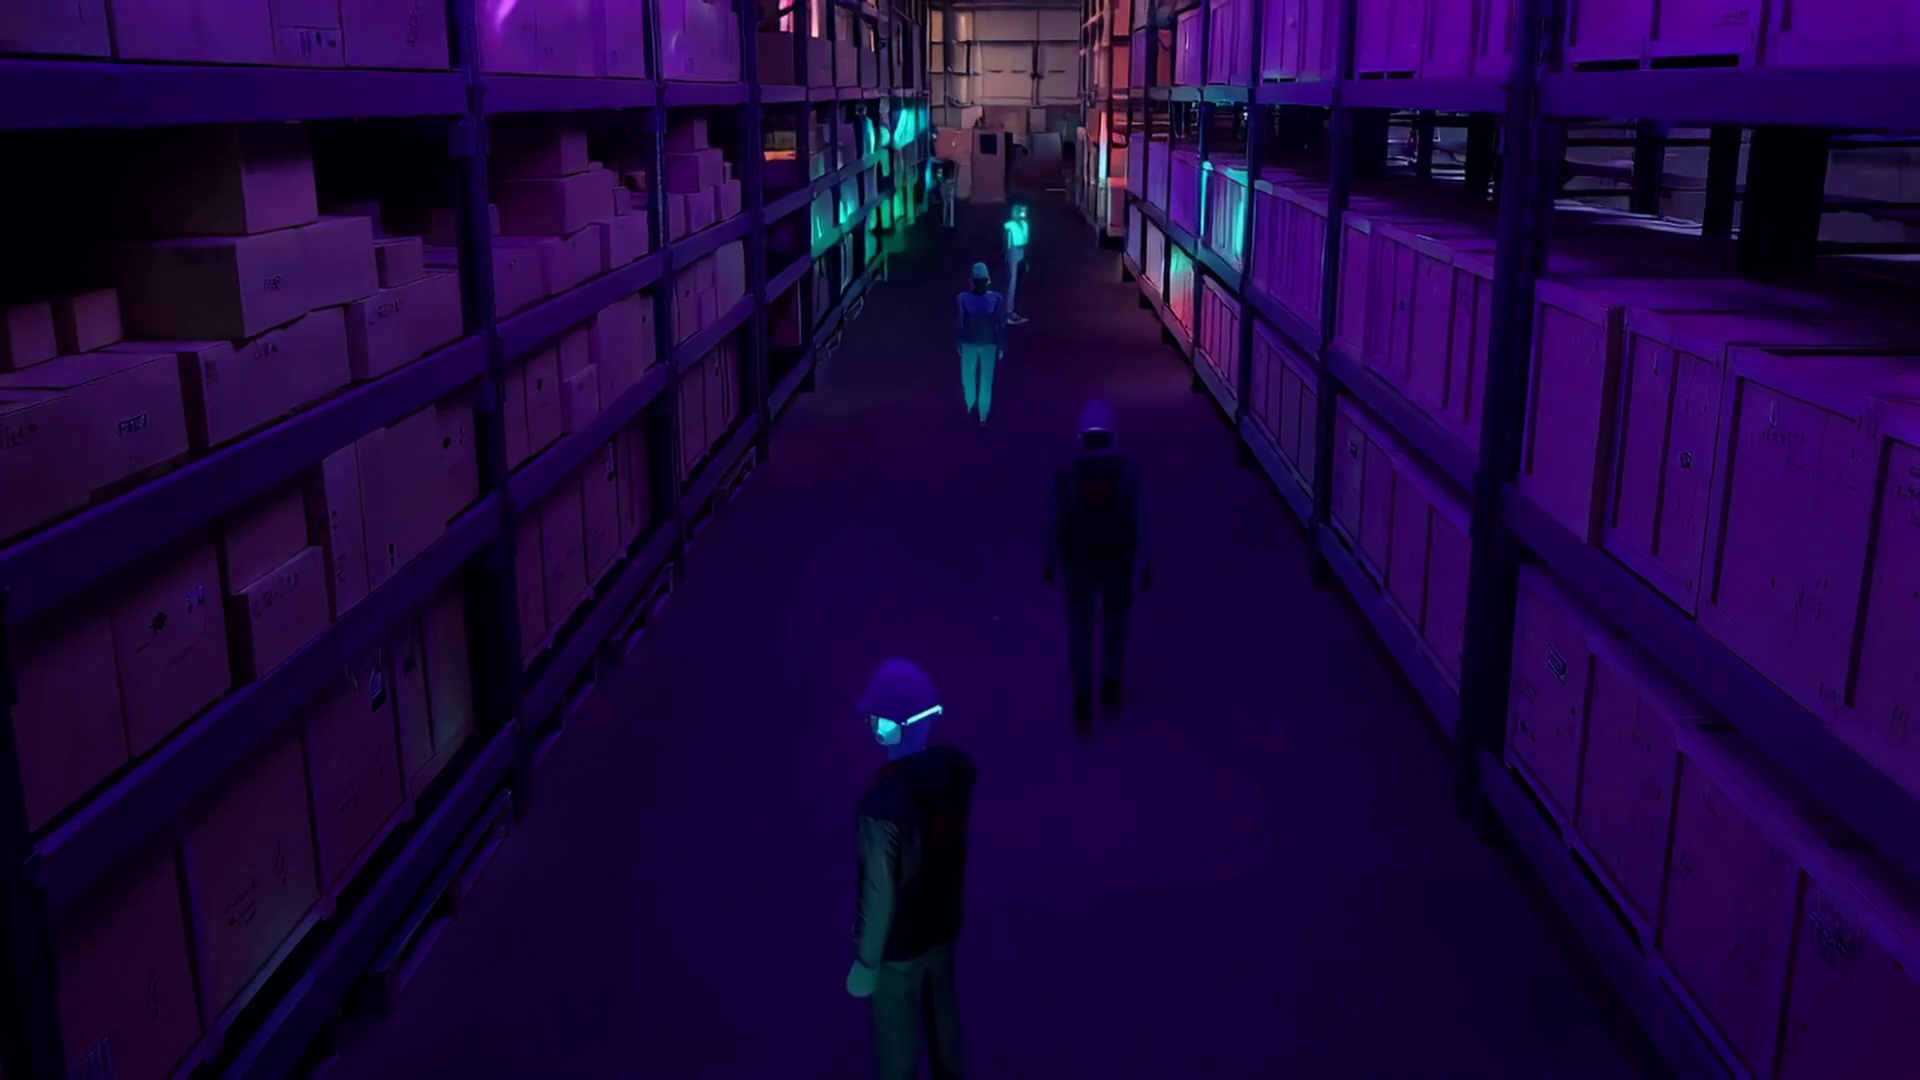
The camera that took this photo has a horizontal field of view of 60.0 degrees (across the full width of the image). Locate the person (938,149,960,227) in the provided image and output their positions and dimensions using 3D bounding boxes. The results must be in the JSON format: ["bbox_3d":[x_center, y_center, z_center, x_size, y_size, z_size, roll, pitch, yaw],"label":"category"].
[{"bbox_3d":[-0.316,-9.328,44.087,0.608,2.044,0.377,-7,17,-24],"label":"person"}]

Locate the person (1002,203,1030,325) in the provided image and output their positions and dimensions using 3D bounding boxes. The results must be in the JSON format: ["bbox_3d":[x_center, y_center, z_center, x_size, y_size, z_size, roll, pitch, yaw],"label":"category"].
[{"bbox_3d":[0.856,-4.256,25.590,0.390,1.846,0.564,8,17,27],"label":"person"}]

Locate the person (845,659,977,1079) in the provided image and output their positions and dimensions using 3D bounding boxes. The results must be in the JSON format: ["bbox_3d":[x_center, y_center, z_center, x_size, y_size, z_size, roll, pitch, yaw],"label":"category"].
[{"bbox_3d":[-0.179,1.224,5.371,0.327,1.753,0.563,10,18,32],"label":"person"}]

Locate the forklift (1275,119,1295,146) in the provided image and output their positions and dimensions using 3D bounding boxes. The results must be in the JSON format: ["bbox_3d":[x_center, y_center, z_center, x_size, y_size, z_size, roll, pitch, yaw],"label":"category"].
[{"bbox_3d":[8.474,-9.603,43.520,1.873,2.768,1.129,0,15,2],"label":"forklift"}]

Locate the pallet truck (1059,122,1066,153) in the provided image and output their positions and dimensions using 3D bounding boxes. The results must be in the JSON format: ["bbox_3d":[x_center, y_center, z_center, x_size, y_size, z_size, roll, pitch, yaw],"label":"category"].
[{"bbox_3d":[5.788,-21.111,88.014,1.885,1.965,0.823,5,16,18],"label":"pallet truck"}]

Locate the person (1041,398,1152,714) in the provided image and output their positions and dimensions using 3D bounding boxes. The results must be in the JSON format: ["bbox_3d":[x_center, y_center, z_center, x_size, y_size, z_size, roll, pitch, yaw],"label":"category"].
[{"bbox_3d":[0.774,0.086,9.488,0.625,1.814,0.537,1,15,4],"label":"person"}]

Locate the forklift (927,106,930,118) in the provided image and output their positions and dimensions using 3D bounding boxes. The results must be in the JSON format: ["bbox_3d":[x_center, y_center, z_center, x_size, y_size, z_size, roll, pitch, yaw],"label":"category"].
[{"bbox_3d":[-1.988,-20.789,85.142,1.129,2.768,1.873,0,15,2],"label":"forklift"}]

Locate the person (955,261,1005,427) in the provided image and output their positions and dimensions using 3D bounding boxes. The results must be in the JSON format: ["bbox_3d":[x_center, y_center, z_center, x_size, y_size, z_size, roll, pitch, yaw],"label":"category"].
[{"bbox_3d":[0.215,-2.101,17.743,0.528,1.758,0.483,1,15,2],"label":"person"}]

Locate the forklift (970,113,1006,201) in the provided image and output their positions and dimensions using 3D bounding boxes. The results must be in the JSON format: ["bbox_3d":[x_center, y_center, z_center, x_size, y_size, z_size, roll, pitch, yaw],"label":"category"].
[{"bbox_3d":[0.955,-12.700,55.044,1.129,2.768,1.873,1,15,4],"label":"forklift"}]
